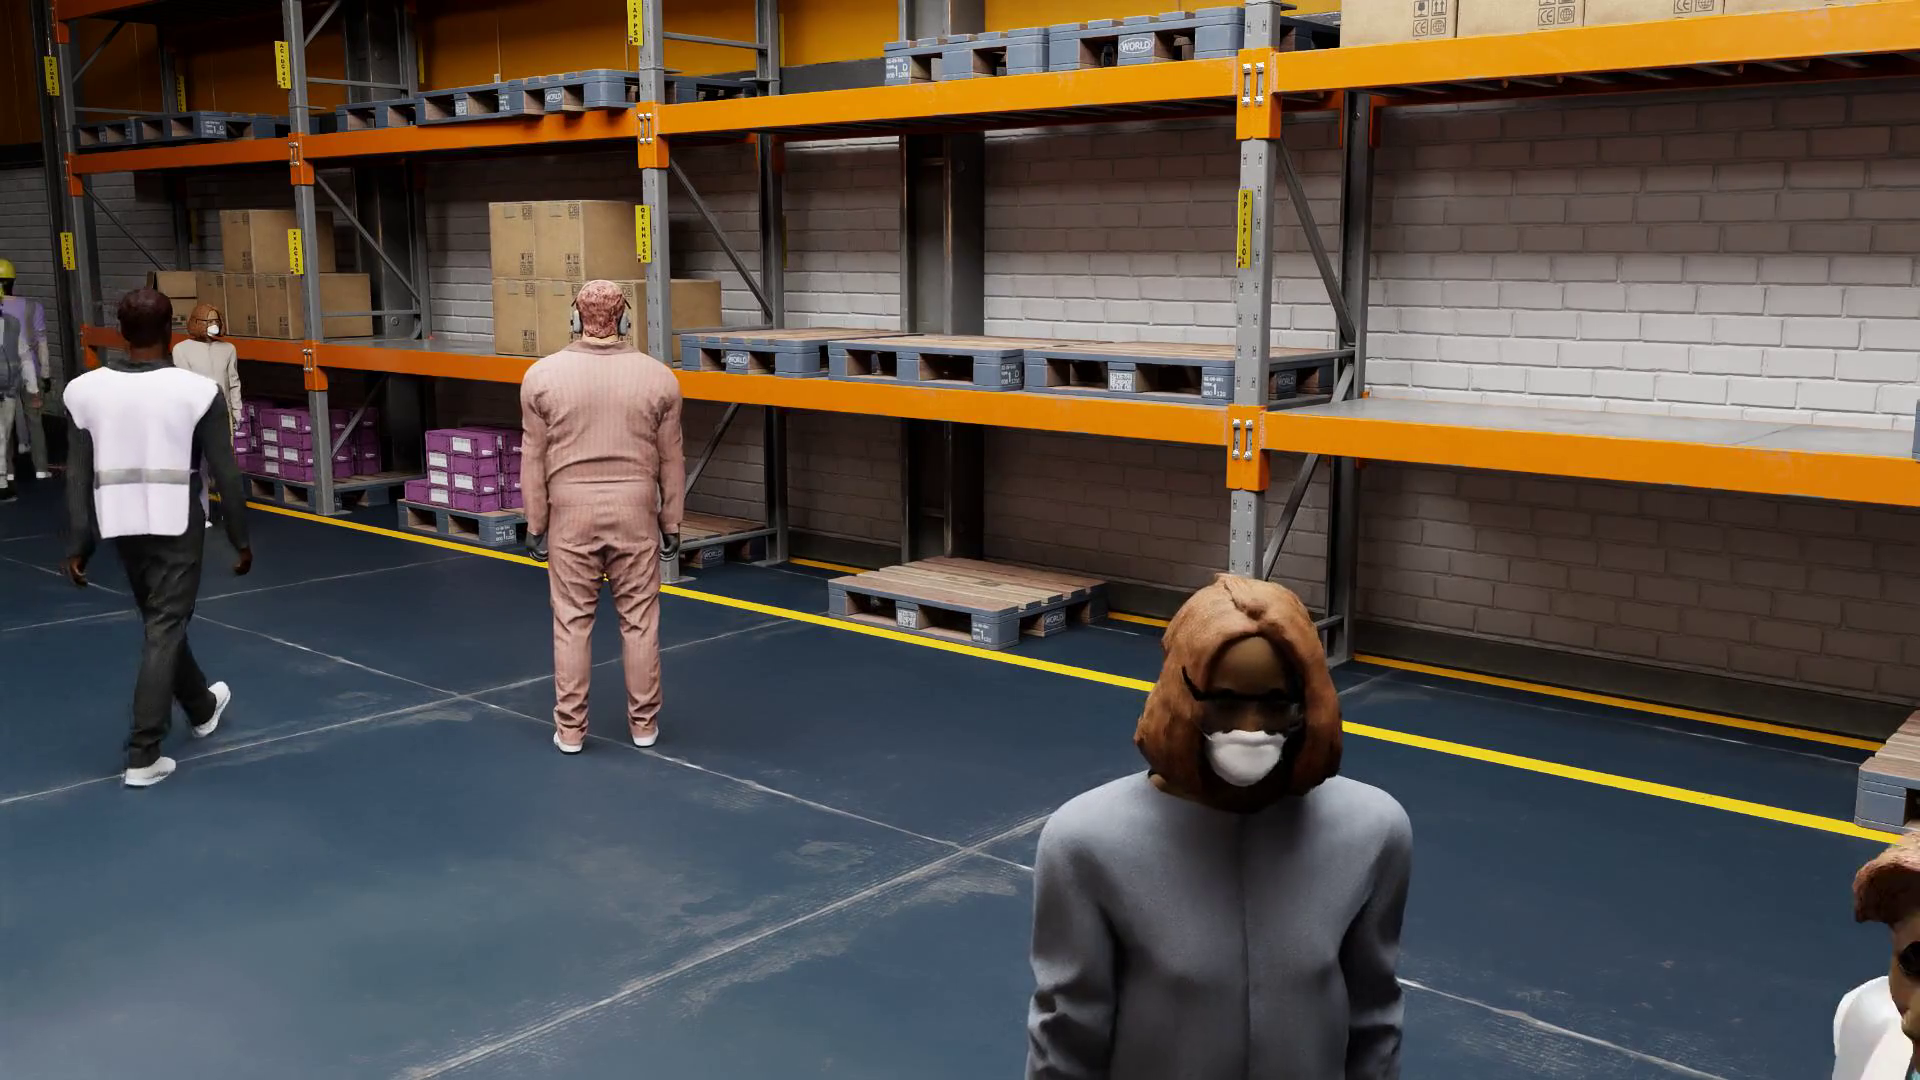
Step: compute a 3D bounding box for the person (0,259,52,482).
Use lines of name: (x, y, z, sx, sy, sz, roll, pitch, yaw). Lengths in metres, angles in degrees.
person: (-8.217, -1.463, 14.426, 0.587, 1.930, 0.359, -6, 12, -31)

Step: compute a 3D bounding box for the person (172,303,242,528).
person: (-5.466, -0.906, 12.125, 0.277, 1.629, 0.497, 7, 12, 35)

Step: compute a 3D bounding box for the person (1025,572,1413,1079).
person: (0.334, 0.843, 2.143, 0.507, 1.631, 0.271, -2, 10, -10)

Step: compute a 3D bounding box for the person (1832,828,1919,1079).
person: (0.939, 0.980, 1.501, 0.891, 1.569, 0.523, -2, 10, -13)

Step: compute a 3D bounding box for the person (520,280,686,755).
person: (-1.428, -0.086, 6.694, 0.647, 1.901, 0.402, -3, 10, -15)

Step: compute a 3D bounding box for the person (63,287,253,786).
person: (-3.106, -0.044, 6.524, 0.615, 1.862, 1.020, 0, 10, -1)

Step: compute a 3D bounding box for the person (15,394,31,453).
person: (-9.435, -1.773, 16.363, 0.514, 1.872, 0.328, -4, 11, -20)

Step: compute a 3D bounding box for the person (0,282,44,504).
person: (-7.653, -1.199, 13.287, 0.694, 1.804, 0.602, 4, 11, 22)
